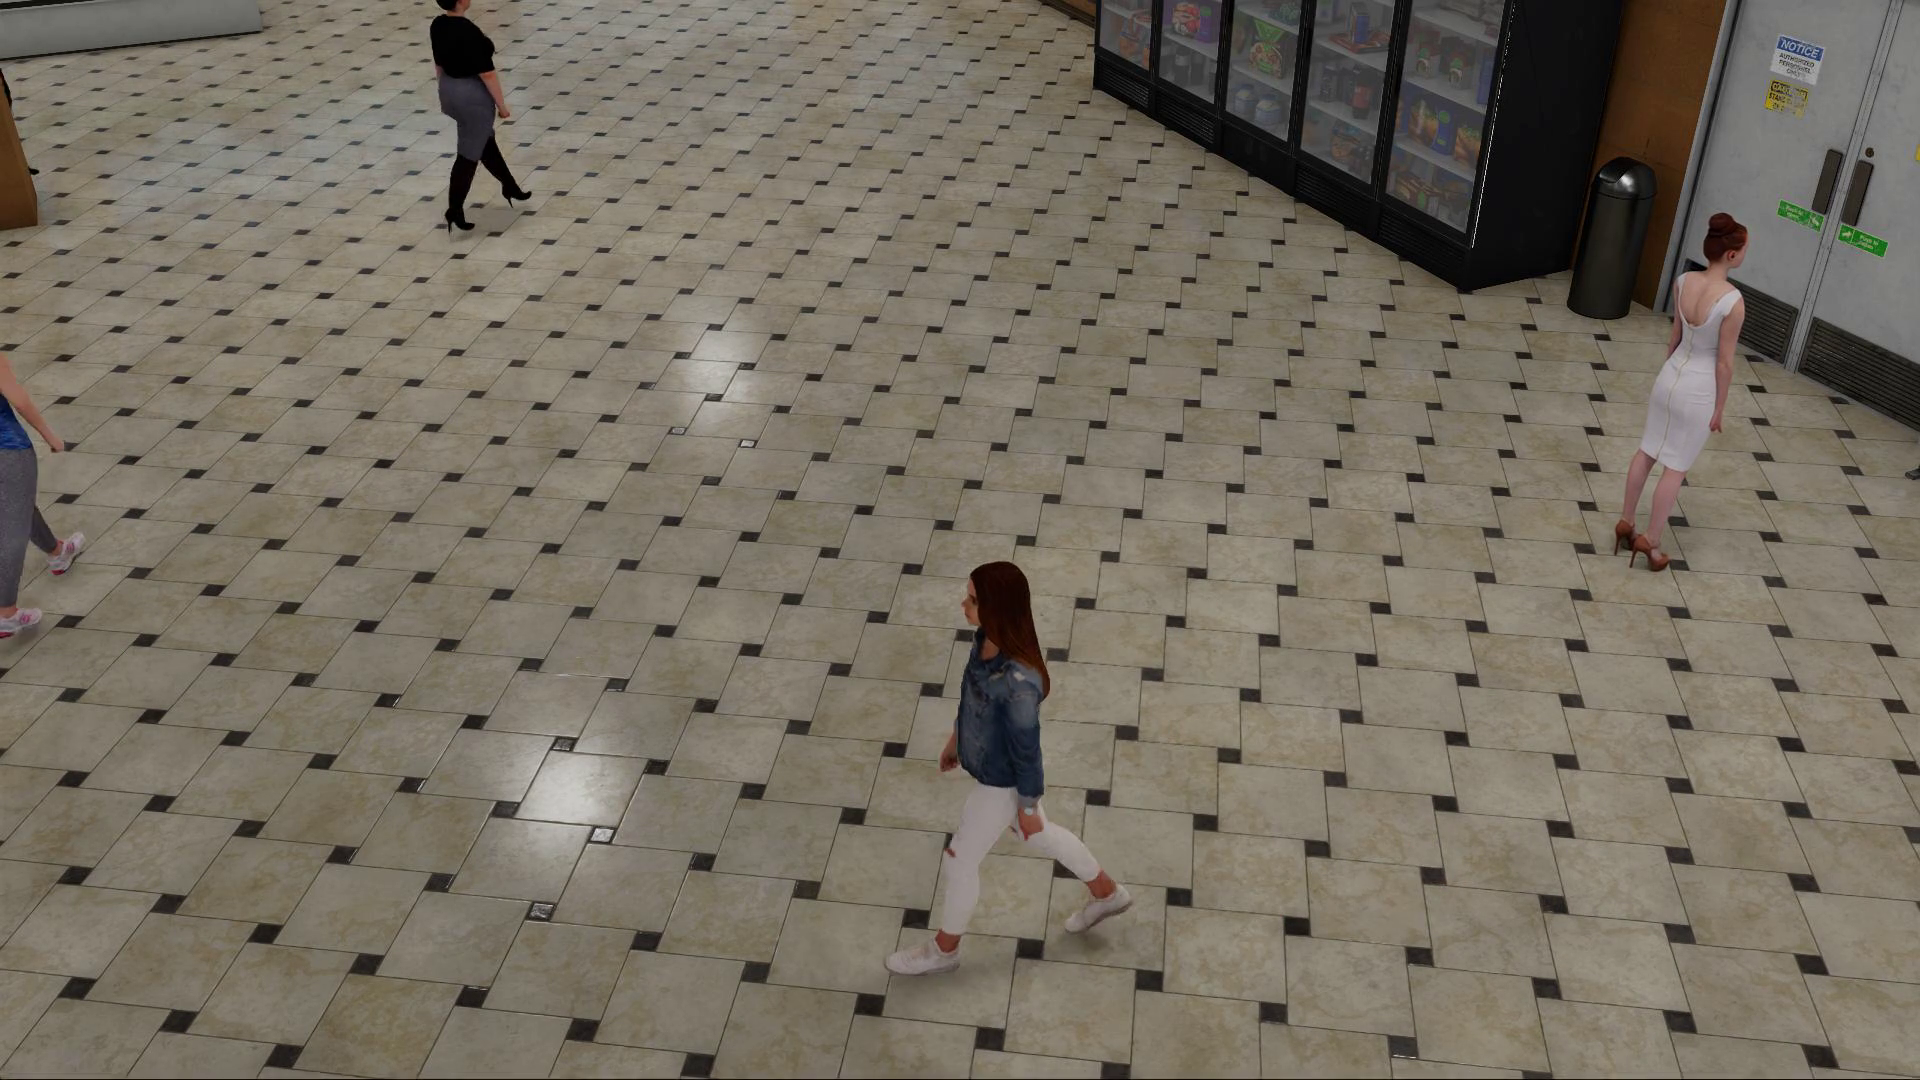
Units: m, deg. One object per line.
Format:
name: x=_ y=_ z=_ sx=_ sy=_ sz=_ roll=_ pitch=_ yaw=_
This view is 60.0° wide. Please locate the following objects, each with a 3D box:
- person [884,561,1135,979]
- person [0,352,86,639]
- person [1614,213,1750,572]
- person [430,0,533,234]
person: x=0.241 y=0.777 z=5.571 sx=1.214 sy=1.664 sz=0.867 roll=-4 pitch=32 yaw=-6
person: x=-4.328 y=-0.317 z=7.414 sx=1.070 sy=1.573 sz=1.013 roll=5 pitch=32 yaw=7
person: x=3.376 y=-0.671 z=7.774 sx=0.507 sy=1.794 sz=0.569 roll=-11 pitch=33 yaw=-17
person: x=-3.471 y=-2.970 z=11.548 sx=0.924 sy=1.711 sz=1.168 roll=26 pitch=40 yaw=35
